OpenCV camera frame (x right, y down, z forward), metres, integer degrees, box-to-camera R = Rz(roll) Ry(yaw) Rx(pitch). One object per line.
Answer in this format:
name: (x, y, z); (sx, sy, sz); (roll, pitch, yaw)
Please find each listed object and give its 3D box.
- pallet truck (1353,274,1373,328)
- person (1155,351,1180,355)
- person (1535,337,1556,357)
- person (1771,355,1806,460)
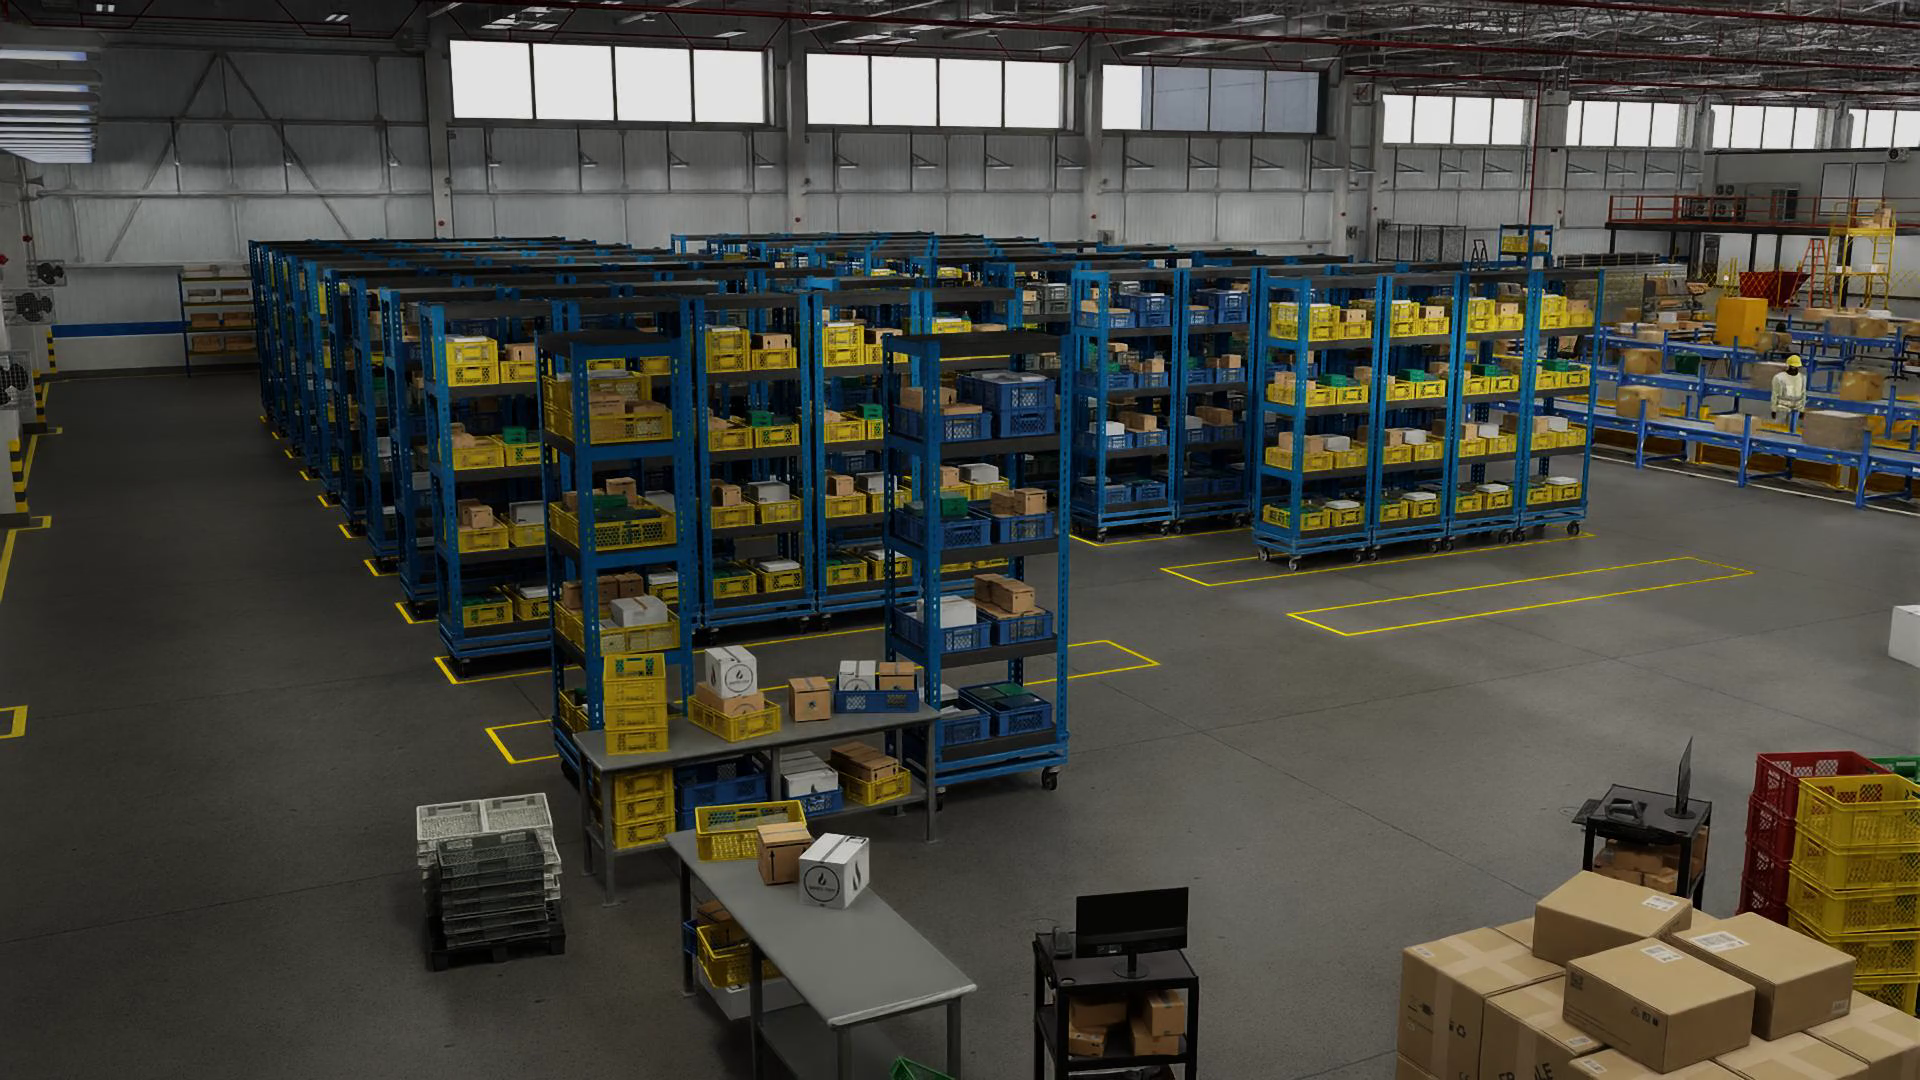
pallet truck: (13.011, -8.050, 55.243); (0.823, 1.965, 1.885); (-7, 14, -28)
person: (5.832, -6.065, 46.384); (0.880, 1.807, 0.600); (-4, 13, -20)
person: (14.241, -4.702, 40.440); (0.507, 1.632, 0.274); (2, 12, 10)
person: (14.251, -2.271, 28.618); (0.592, 1.826, 0.403); (-1, 12, -4)
